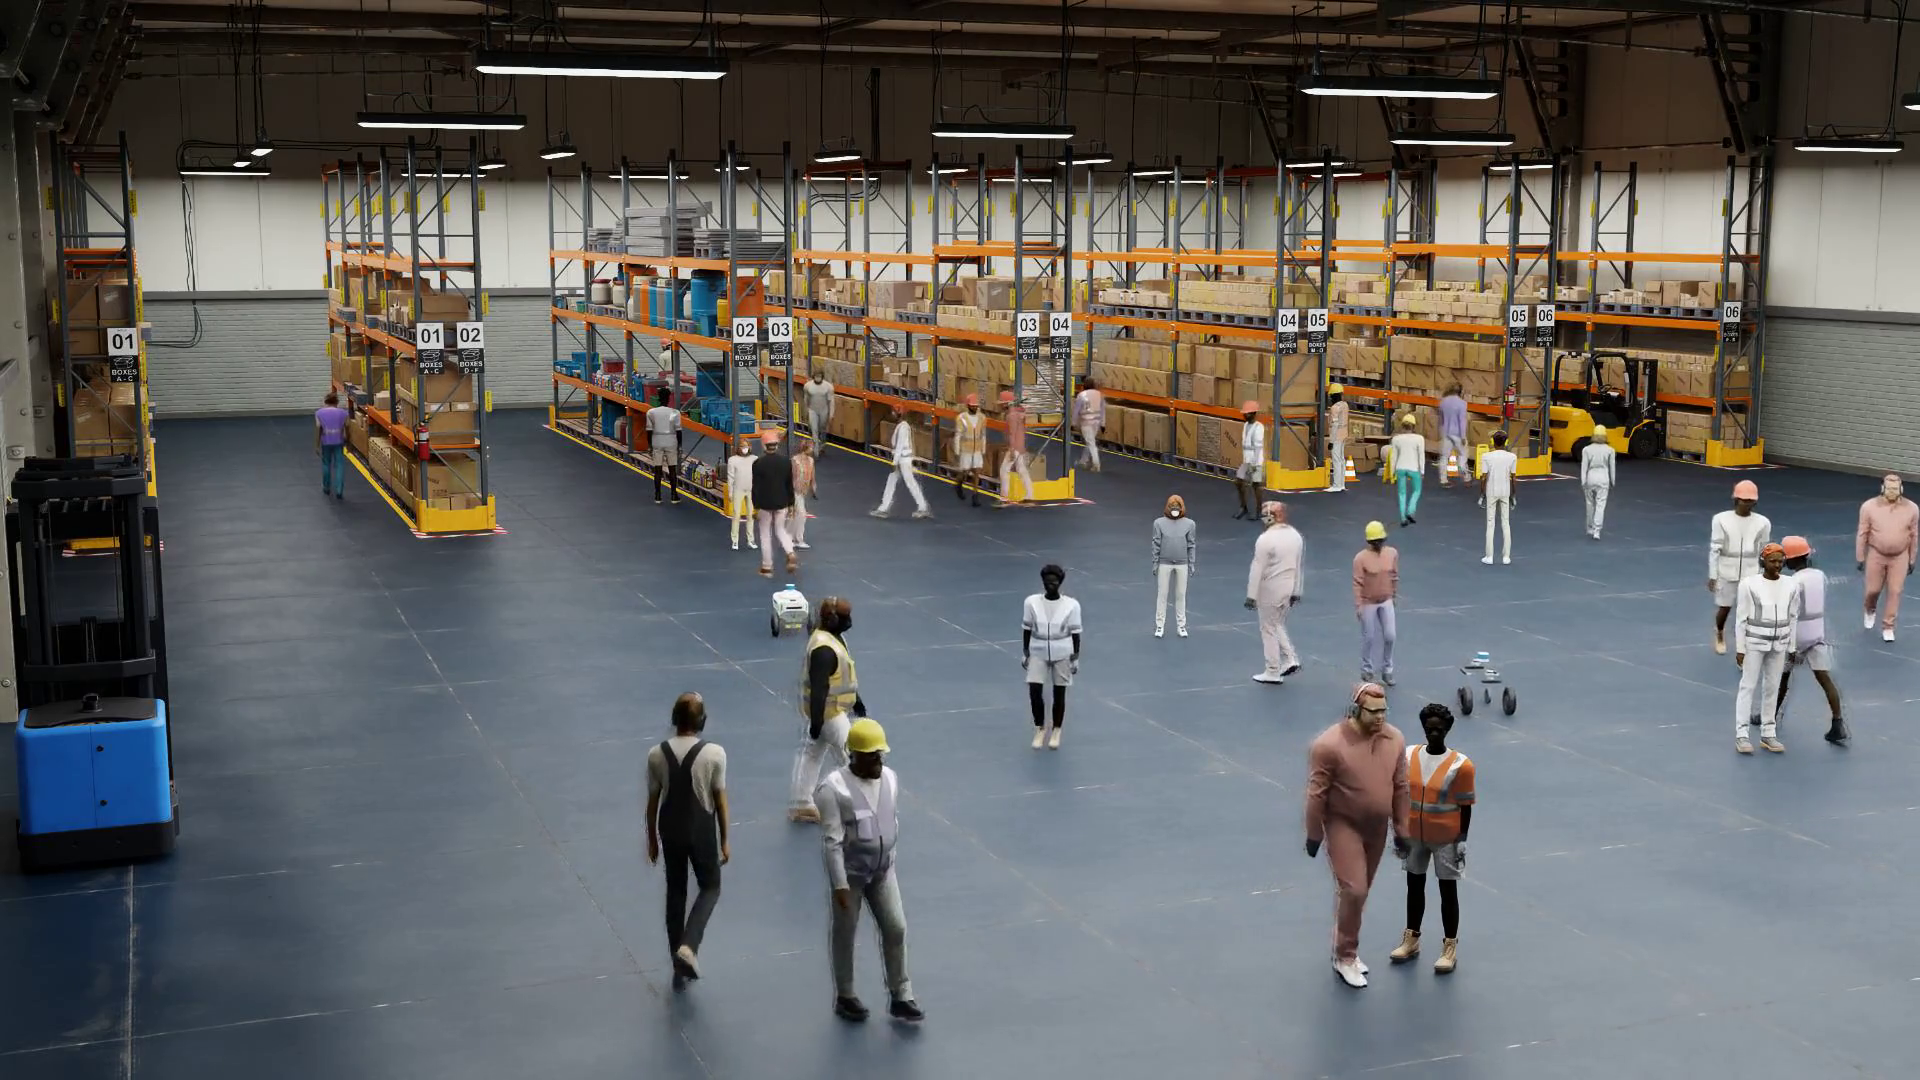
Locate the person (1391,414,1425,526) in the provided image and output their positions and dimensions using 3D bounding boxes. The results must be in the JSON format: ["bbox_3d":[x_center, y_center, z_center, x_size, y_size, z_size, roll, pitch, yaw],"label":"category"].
[{"bbox_3d":[7.014,-1.099,32.771,0.558,1.749,0.382,5,10,28],"label":"person"}]

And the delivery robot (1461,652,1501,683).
[{"bbox_3d":[5.084,1.210,20.341,0.335,0.223,0.698,0,8,0],"label":"delivery robot"}]

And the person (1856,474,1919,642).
[{"bbox_3d":[10.540,0.182,23.810,0.646,1.890,0.579,3,9,18],"label":"person"}]

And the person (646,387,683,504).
[{"bbox_3d":[-4.993,-1.600,35.420,0.617,1.964,0.361,0,9,2],"label":"person"}]

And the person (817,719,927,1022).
[{"bbox_3d":[-0.506,1.954,12.232,0.599,1.809,0.707,-6,11,-37],"label":"person"}]

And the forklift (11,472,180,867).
[{"bbox_3d":[-6.630,0.886,15.957,1.129,2.768,1.873,-3,9,-21],"label":"forklift"}]

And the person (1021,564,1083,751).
[{"bbox_3d":[0.807,1.054,18.650,0.557,1.675,0.526,1,9,10],"label":"person"}]

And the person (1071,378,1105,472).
[{"bbox_3d":[2.464,-2.206,40.080,0.627,1.796,0.957,-7,11,-38],"label":"person"}]

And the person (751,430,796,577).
[{"bbox_3d":[-2.472,-0.476,27.911,0.620,1.977,0.645,-6,10,-33],"label":"person"}]

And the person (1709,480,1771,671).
[{"bbox_3d":[8.306,0.339,22.370,0.612,2.014,0.914,2,9,13],"label":"person"}]

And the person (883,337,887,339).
[{"bbox_3d":[-1.791,-3.795,49.796,0.614,2.042,0.373,-5,10,-30],"label":"person"}]

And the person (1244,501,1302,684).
[{"bbox_3d":[3.201,0.535,21.484,0.425,1.882,0.642,7,11,41],"label":"person"}]

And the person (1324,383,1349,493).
[{"bbox_3d":[6.643,-1.805,36.916,0.361,1.929,0.587,5,10,29],"label":"person"}]

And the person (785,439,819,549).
[{"bbox_3d":[-2.324,-0.667,30.386,0.607,1.591,0.536,5,10,28],"label":"person"}]

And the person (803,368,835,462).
[{"bbox_3d":[-2.827,-2.555,42.176,0.641,1.875,1.031,0,9,0],"label":"person"}]

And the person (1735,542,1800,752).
[{"bbox_3d":[7.187,0.956,18.662,0.575,1.882,0.359,-1,9,-7],"label":"person"}]

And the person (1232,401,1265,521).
[{"bbox_3d":[4.594,-1.252,33.293,0.640,1.914,0.554,-4,9,-26],"label":"person"}]

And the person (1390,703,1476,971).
[{"bbox_3d":[2.982,1.861,13.233,0.539,1.699,0.317,7,11,39],"label":"person"}]

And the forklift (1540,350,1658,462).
[{"bbox_3d":[12.897,-2.725,42.309,2.313,2.155,1.214,-3,9,-21],"label":"forklift"}]

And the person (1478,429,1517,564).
[{"bbox_3d":[7.460,-0.600,29.082,0.513,1.869,0.329,1,9,4],"label":"person"}]

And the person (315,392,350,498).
[{"bbox_3d":[-10.900,-1.661,36.368,0.593,1.801,0.934,-3,9,-22],"label":"person"}]

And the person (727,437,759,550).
[{"bbox_3d":[-3.129,-0.680,30.390,0.507,1.632,0.267,-4,9,-22],"label":"person"}]

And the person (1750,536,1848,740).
[{"bbox_3d":[7.746,0.888,19.194,0.596,1.866,1.043,-4,9,-25],"label":"person"}]

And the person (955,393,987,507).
[{"bbox_3d":[0.166,-1.528,35.126,0.554,1.916,0.632,-3,9,-21],"label":"person"}]

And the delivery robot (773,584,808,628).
[{"bbox_3d":[-1.963,0.755,24.237,0.477,0.478,0.707,-2,9,-12],"label":"delivery robot"}]

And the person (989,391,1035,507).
[{"bbox_3d":[0.846,-1.511,34.886,0.874,1.936,0.722,0,9,1],"label":"person"}]

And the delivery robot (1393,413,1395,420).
[{"bbox_3d":[10.154,-2.768,47.721,0.477,0.478,0.707,-2,9,-10],"label":"delivery robot"}]

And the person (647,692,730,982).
[{"bbox_3d":[-1.685,1.846,12.907,0.532,1.828,0.477,2,9,12],"label":"person"}]

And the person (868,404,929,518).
[{"bbox_3d":[-0.941,-1.258,33.595,0.978,1.842,0.593,-2,9,-10],"label":"person"}]

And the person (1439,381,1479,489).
[{"bbox_3d":[8.937,-1.881,37.483,0.900,1.906,0.655,-6,10,-34],"label":"person"}]

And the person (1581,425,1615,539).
[{"bbox_3d":[9.619,-0.888,31.579,0.496,1.690,0.925,2,9,16],"label":"person"}]

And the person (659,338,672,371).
[{"bbox_3d":[-7.072,-3.896,50.674,0.406,1.987,0.615,6,10,34],"label":"person"}]

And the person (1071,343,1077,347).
[{"bbox_3d":[2.738,-4.010,52.076,0.597,1.796,0.794,-8,11,-41],"label":"person"}]

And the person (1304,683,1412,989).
[{"bbox_3d":[2.512,1.811,12.954,0.647,1.879,0.686,-4,10,-27],"label":"person"}]

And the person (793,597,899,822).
[{"bbox_3d":[-0.889,1.335,16.377,0.922,1.800,0.637,0,9,-3],"label":"person"}]

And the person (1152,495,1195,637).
[{"bbox_3d":[2.438,0.291,23.923,0.497,1.631,0.288,0,9,0],"label":"person"}]

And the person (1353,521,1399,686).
[{"bbox_3d":[4.212,0.639,21.285,0.549,1.713,0.556,-2,9,-15],"label":"person"}]
